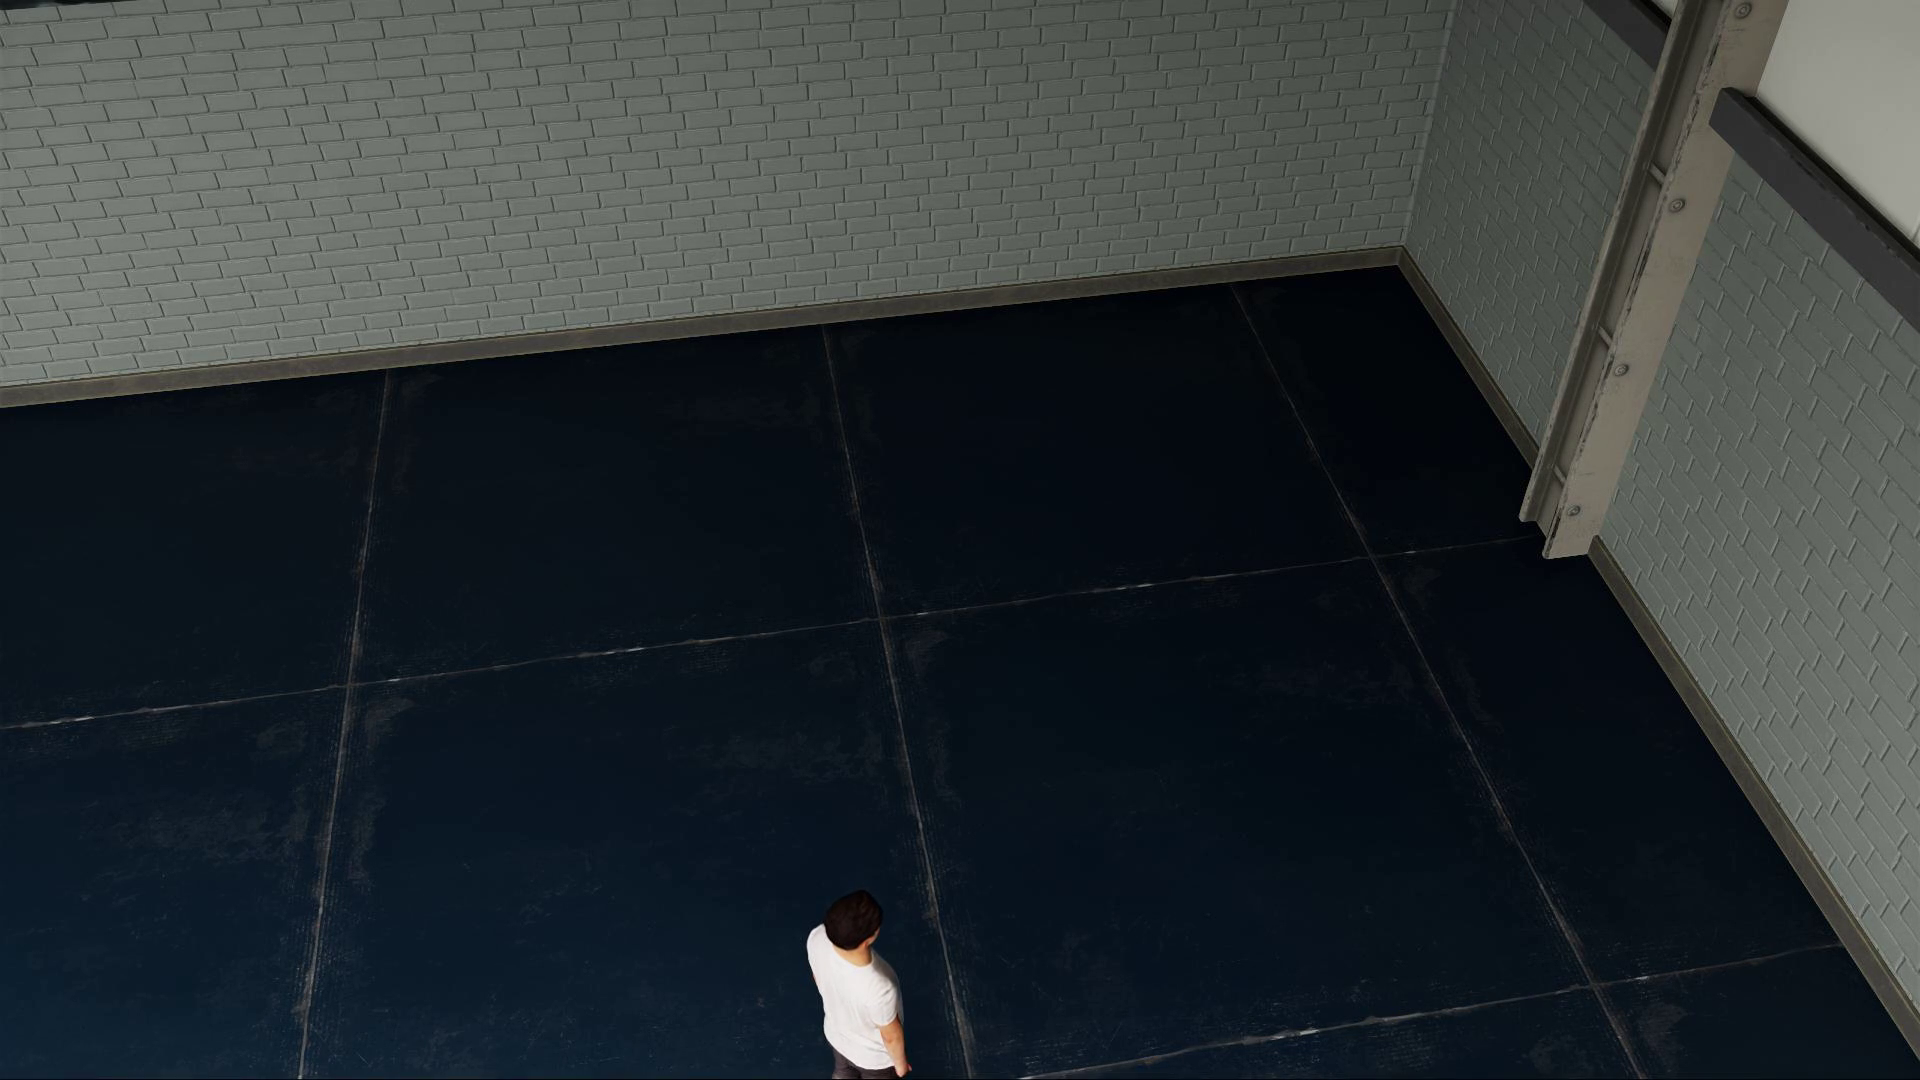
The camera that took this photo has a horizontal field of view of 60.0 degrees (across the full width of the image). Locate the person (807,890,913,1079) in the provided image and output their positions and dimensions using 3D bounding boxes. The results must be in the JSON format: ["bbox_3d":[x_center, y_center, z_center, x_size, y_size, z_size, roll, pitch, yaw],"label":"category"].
[{"bbox_3d":[-0.401,1.989,6.774,0.766,1.722,0.662,-34,52,-31],"label":"person"}]
